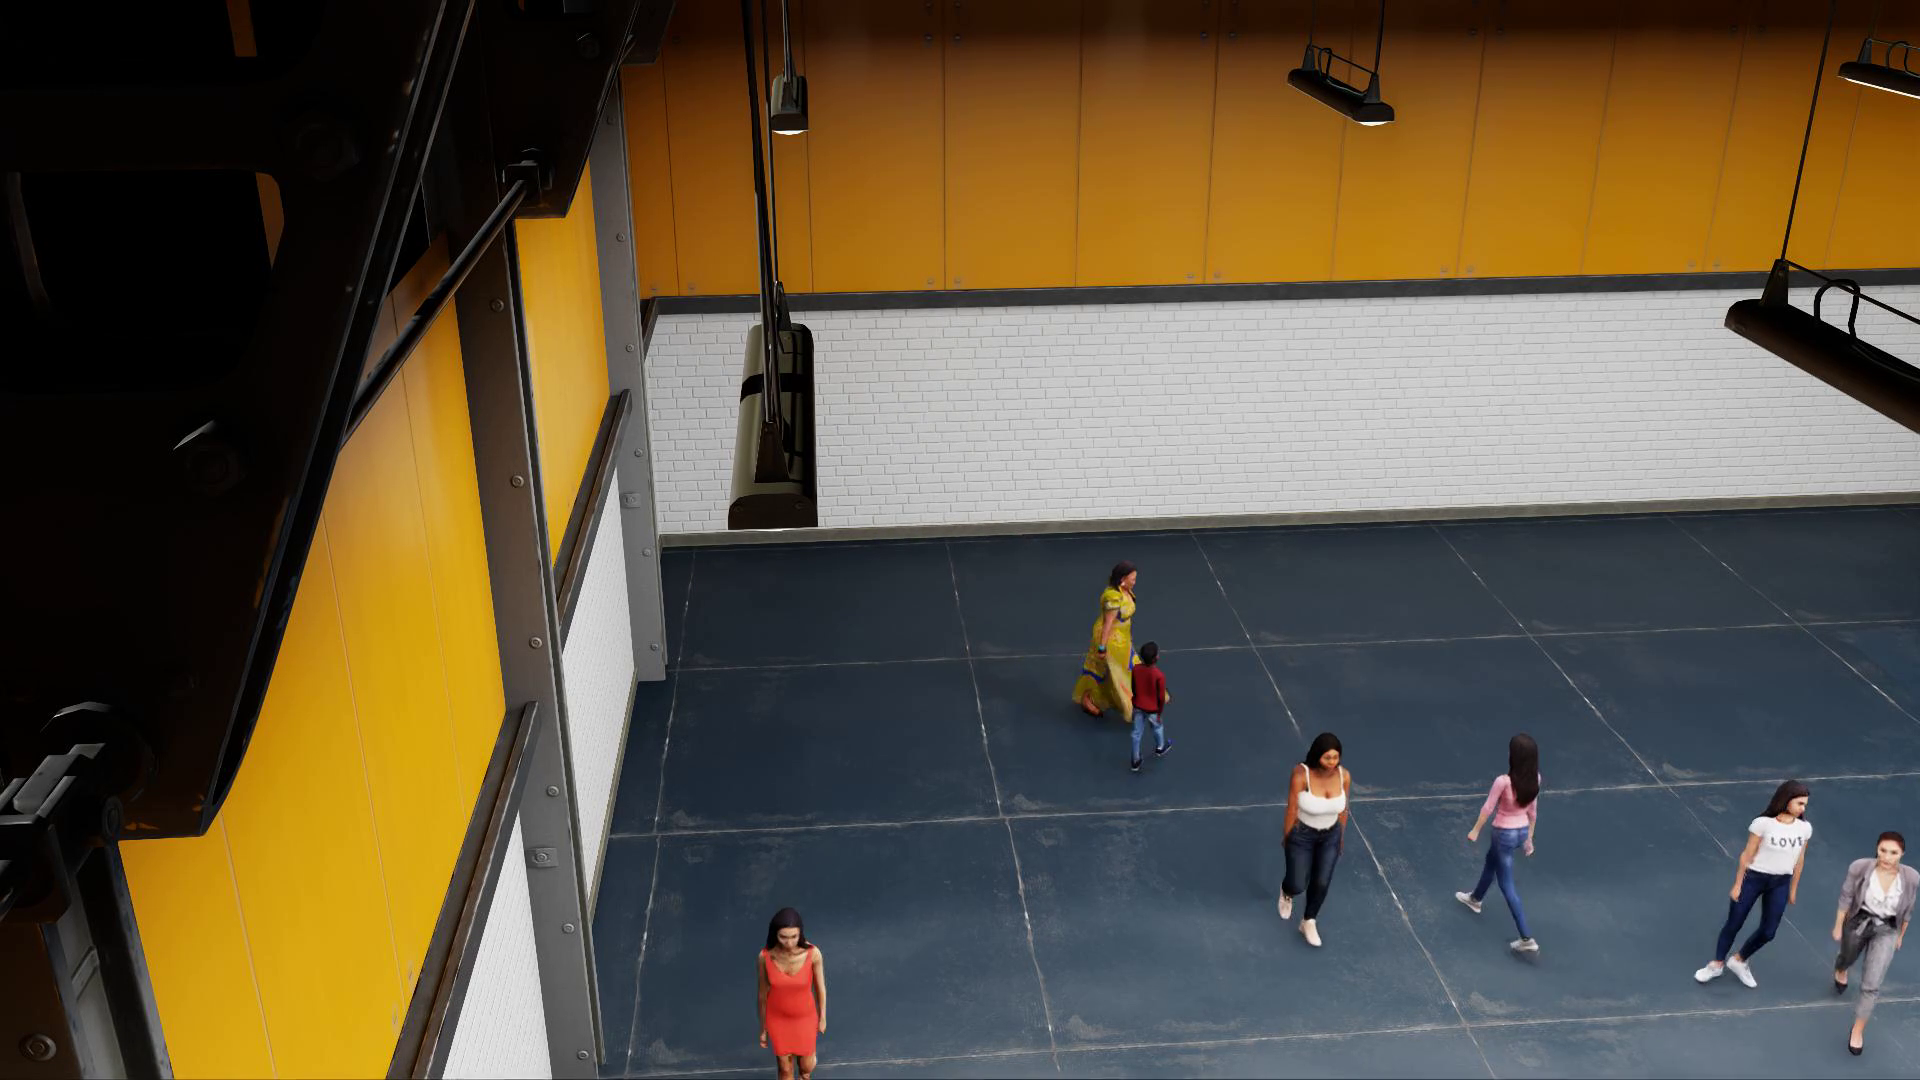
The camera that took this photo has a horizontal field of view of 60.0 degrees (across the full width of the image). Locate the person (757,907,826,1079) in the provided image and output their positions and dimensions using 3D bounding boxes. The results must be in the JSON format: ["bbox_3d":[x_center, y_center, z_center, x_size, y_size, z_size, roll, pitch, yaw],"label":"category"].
[{"bbox_3d":[-1.104,3.076,10.888,0.588,1.703,0.773,-1,24,-3],"label":"person"}]

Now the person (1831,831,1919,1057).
[{"bbox_3d":[6.413,2.732,11.753,0.976,1.640,1.193,11,26,24],"label":"person"}]

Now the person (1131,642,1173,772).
[{"bbox_3d":[1.666,1.519,15.035,0.729,1.234,0.849,12,26,25],"label":"person"}]

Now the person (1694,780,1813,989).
[{"bbox_3d":[5.799,2.505,12.128,0.770,1.755,0.626,5,24,11],"label":"person"}]

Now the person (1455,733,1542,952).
[{"bbox_3d":[4.212,2.313,12.630,0.871,1.705,1.216,-11,26,-24],"label":"person"}]

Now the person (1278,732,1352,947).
[{"bbox_3d":[2.665,2.226,12.715,0.642,1.797,0.744,-3,24,-6],"label":"person"}]

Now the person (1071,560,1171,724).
[{"bbox_3d":[1.359,0.965,15.829,1.064,1.613,1.242,6,24,14],"label":"person"}]
